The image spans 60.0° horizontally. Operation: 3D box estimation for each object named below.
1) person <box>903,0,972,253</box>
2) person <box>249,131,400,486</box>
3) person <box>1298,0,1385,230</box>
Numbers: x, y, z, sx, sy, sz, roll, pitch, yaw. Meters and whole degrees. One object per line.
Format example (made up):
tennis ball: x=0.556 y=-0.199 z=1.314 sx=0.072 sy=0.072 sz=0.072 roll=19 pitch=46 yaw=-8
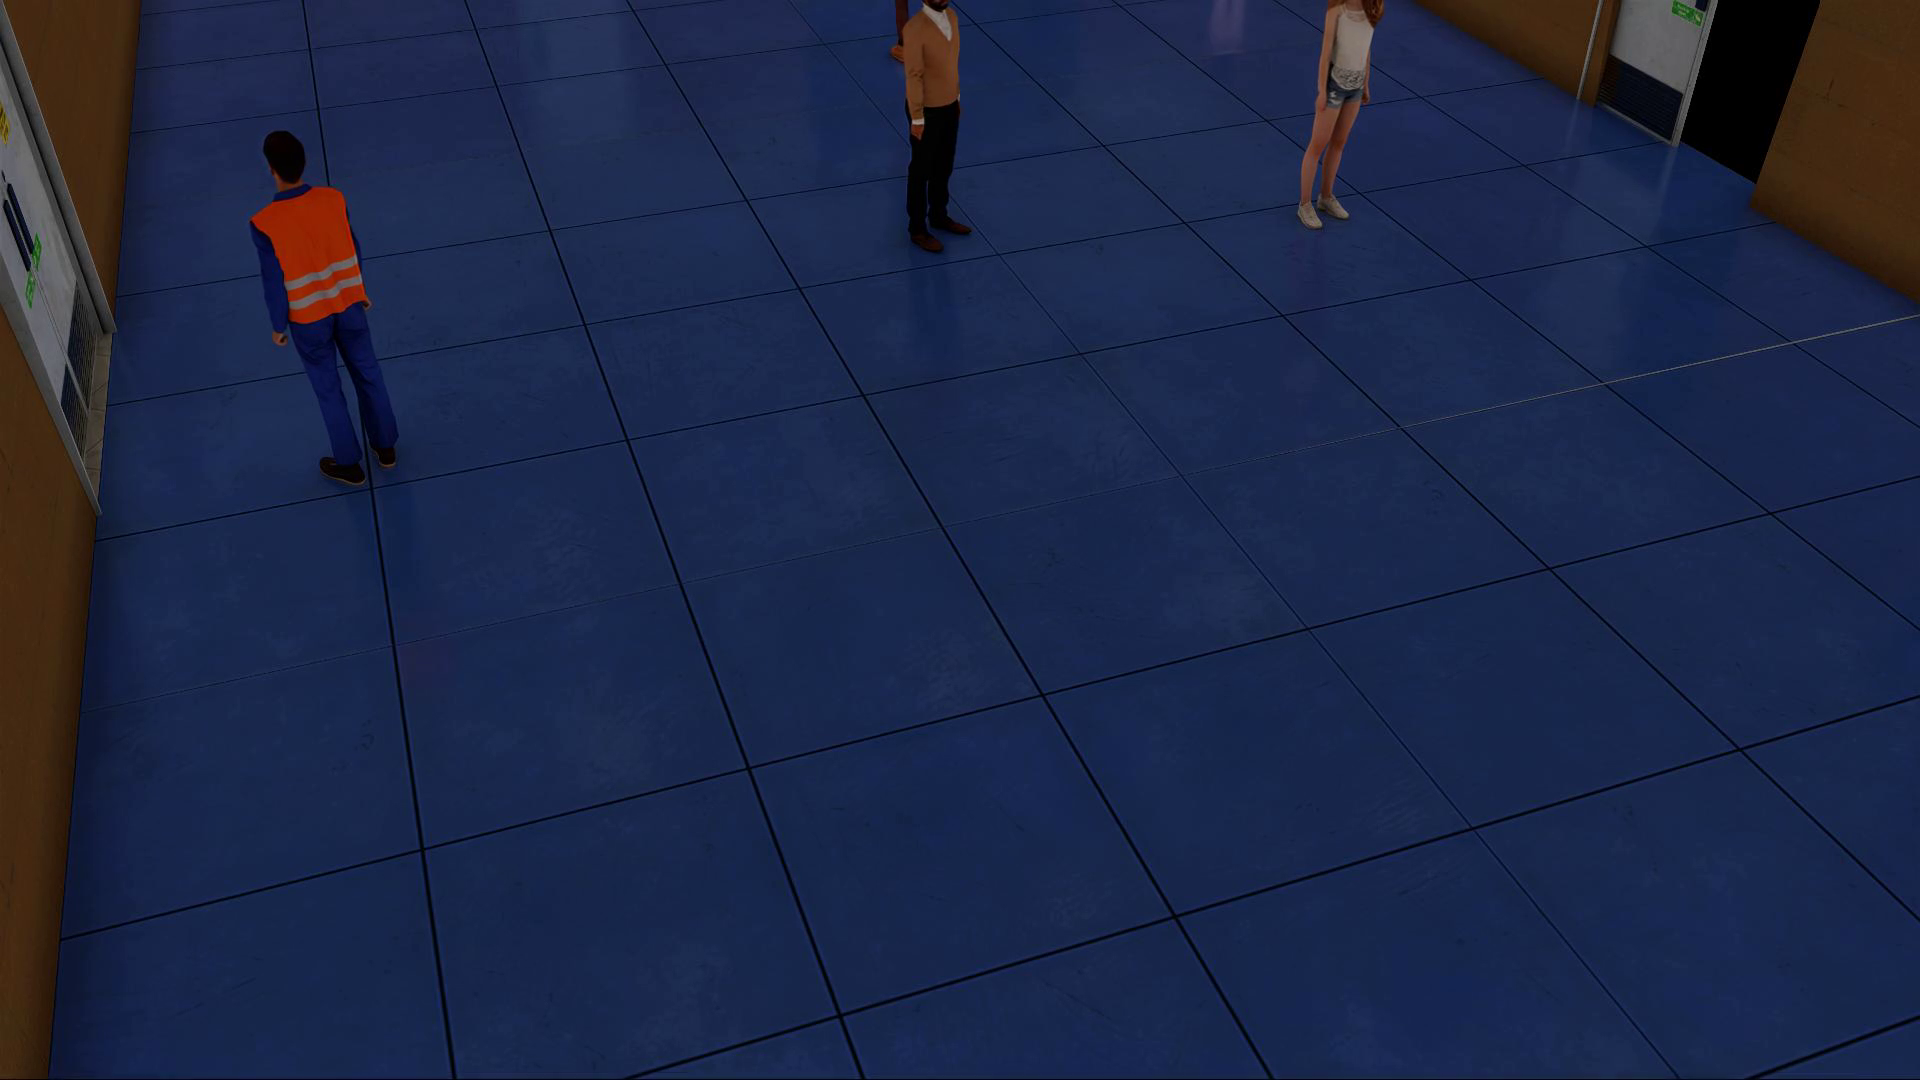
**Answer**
person: x=-0.165 y=-2.702 z=10.403 sx=0.815 sy=1.754 sz=0.724 roll=21 pitch=42 yaw=26
person: x=-3.140 y=-1.129 z=8.215 sx=0.841 sy=1.864 sz=0.721 roll=28 pitch=45 yaw=32
person: x=2.417 y=-2.884 z=10.641 sx=0.511 sy=1.759 sz=0.670 roll=-20 pitch=41 yaw=-25
